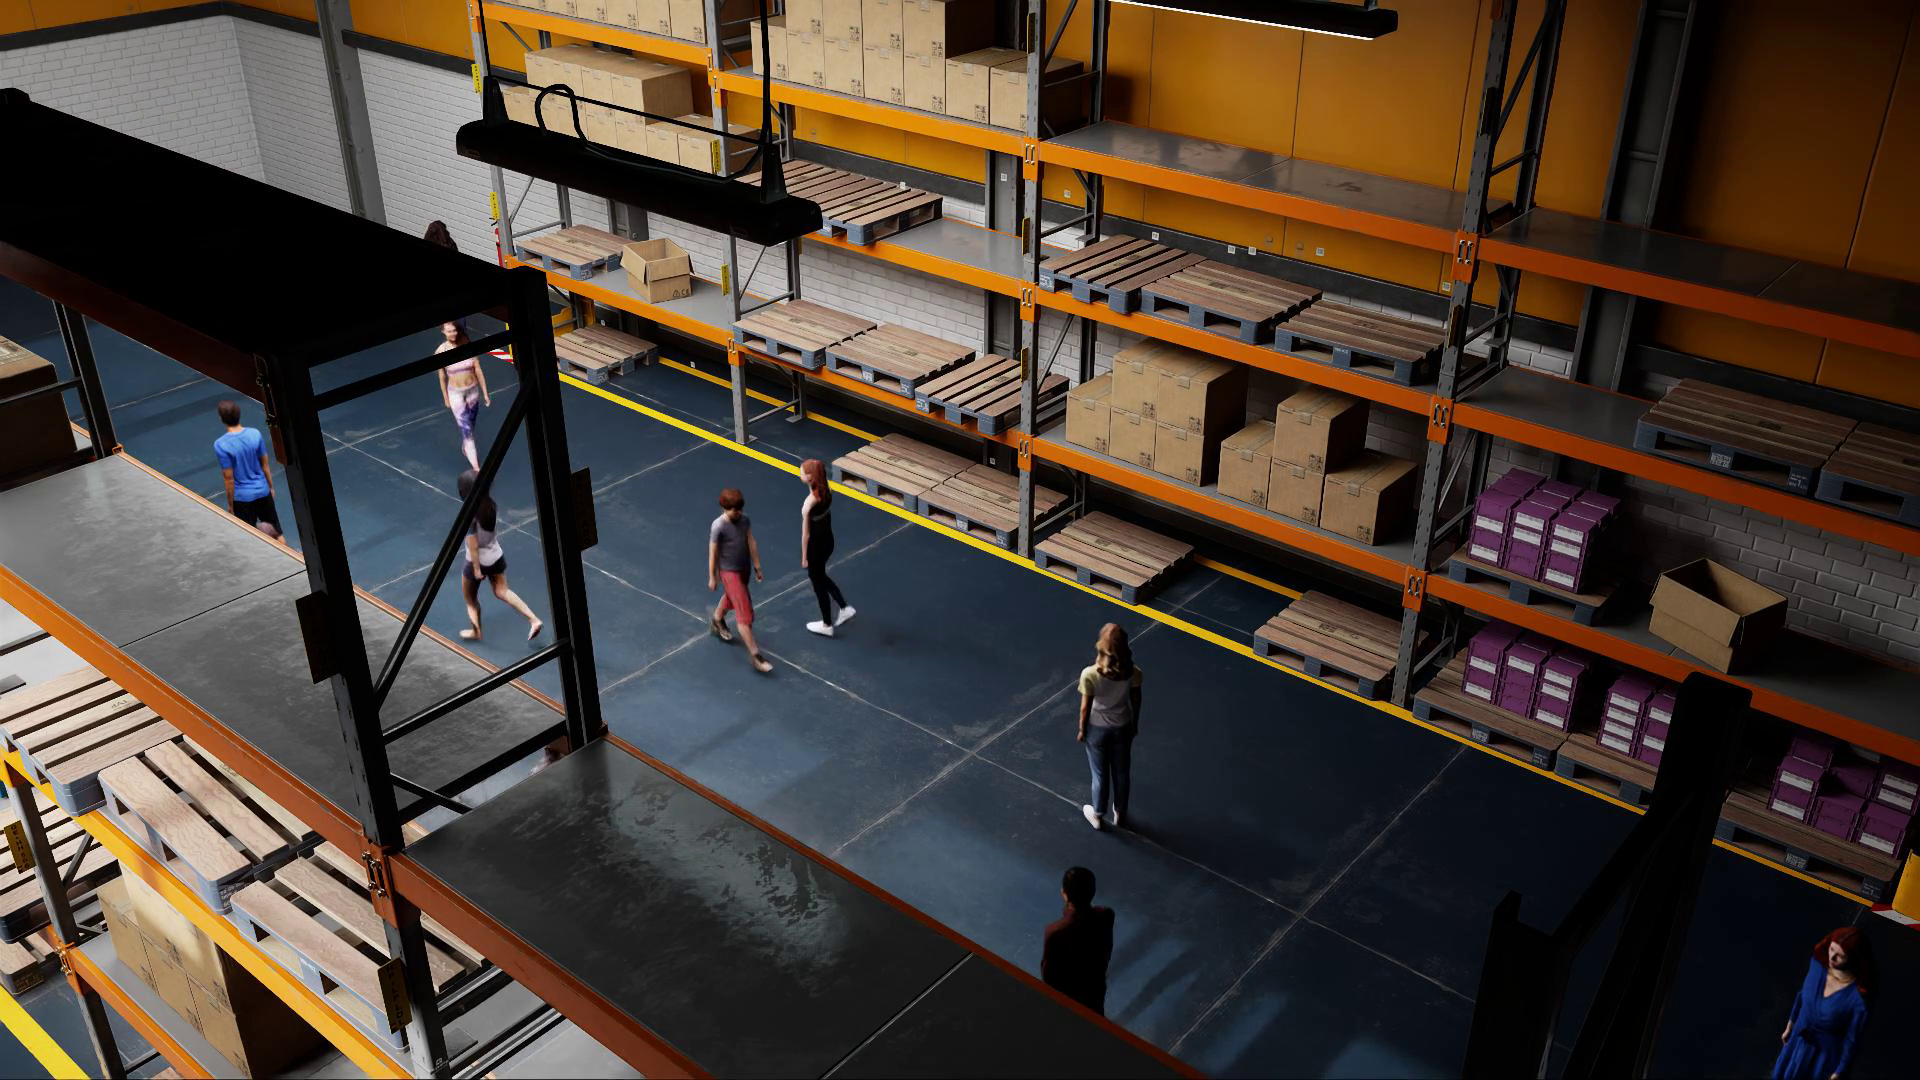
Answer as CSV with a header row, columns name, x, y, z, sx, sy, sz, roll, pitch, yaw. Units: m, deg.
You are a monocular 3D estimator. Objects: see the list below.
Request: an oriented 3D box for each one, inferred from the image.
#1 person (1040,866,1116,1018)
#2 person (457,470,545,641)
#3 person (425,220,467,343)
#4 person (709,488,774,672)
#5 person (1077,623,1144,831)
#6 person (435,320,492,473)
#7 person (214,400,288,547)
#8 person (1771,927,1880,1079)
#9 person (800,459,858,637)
name,x,y,z,sx,sy,sz,roll,pitch,yaw
person,0.745,2.689,9.777,1.004,1.753,1.194,-9,30,-17
person,-4.061,0.189,14.440,1.131,1.677,0.880,8,30,14
person,-6.398,-3.211,20.735,0.697,1.617,0.718,-9,30,-15
person,-2.002,0.260,14.376,1.158,1.614,0.592,23,36,36
person,1.100,1.378,12.210,0.711,1.726,0.747,-6,29,-10
person,-5.243,-1.521,17.530,0.828,1.720,1.244,-17,33,-28
person,-6.539,-0.409,15.339,0.537,1.865,0.605,21,35,33
person,4.835,2.886,9.341,0.773,1.824,0.690,-7,29,-13
person,-1.143,0.084,14.569,0.806,1.737,0.725,10,30,18
